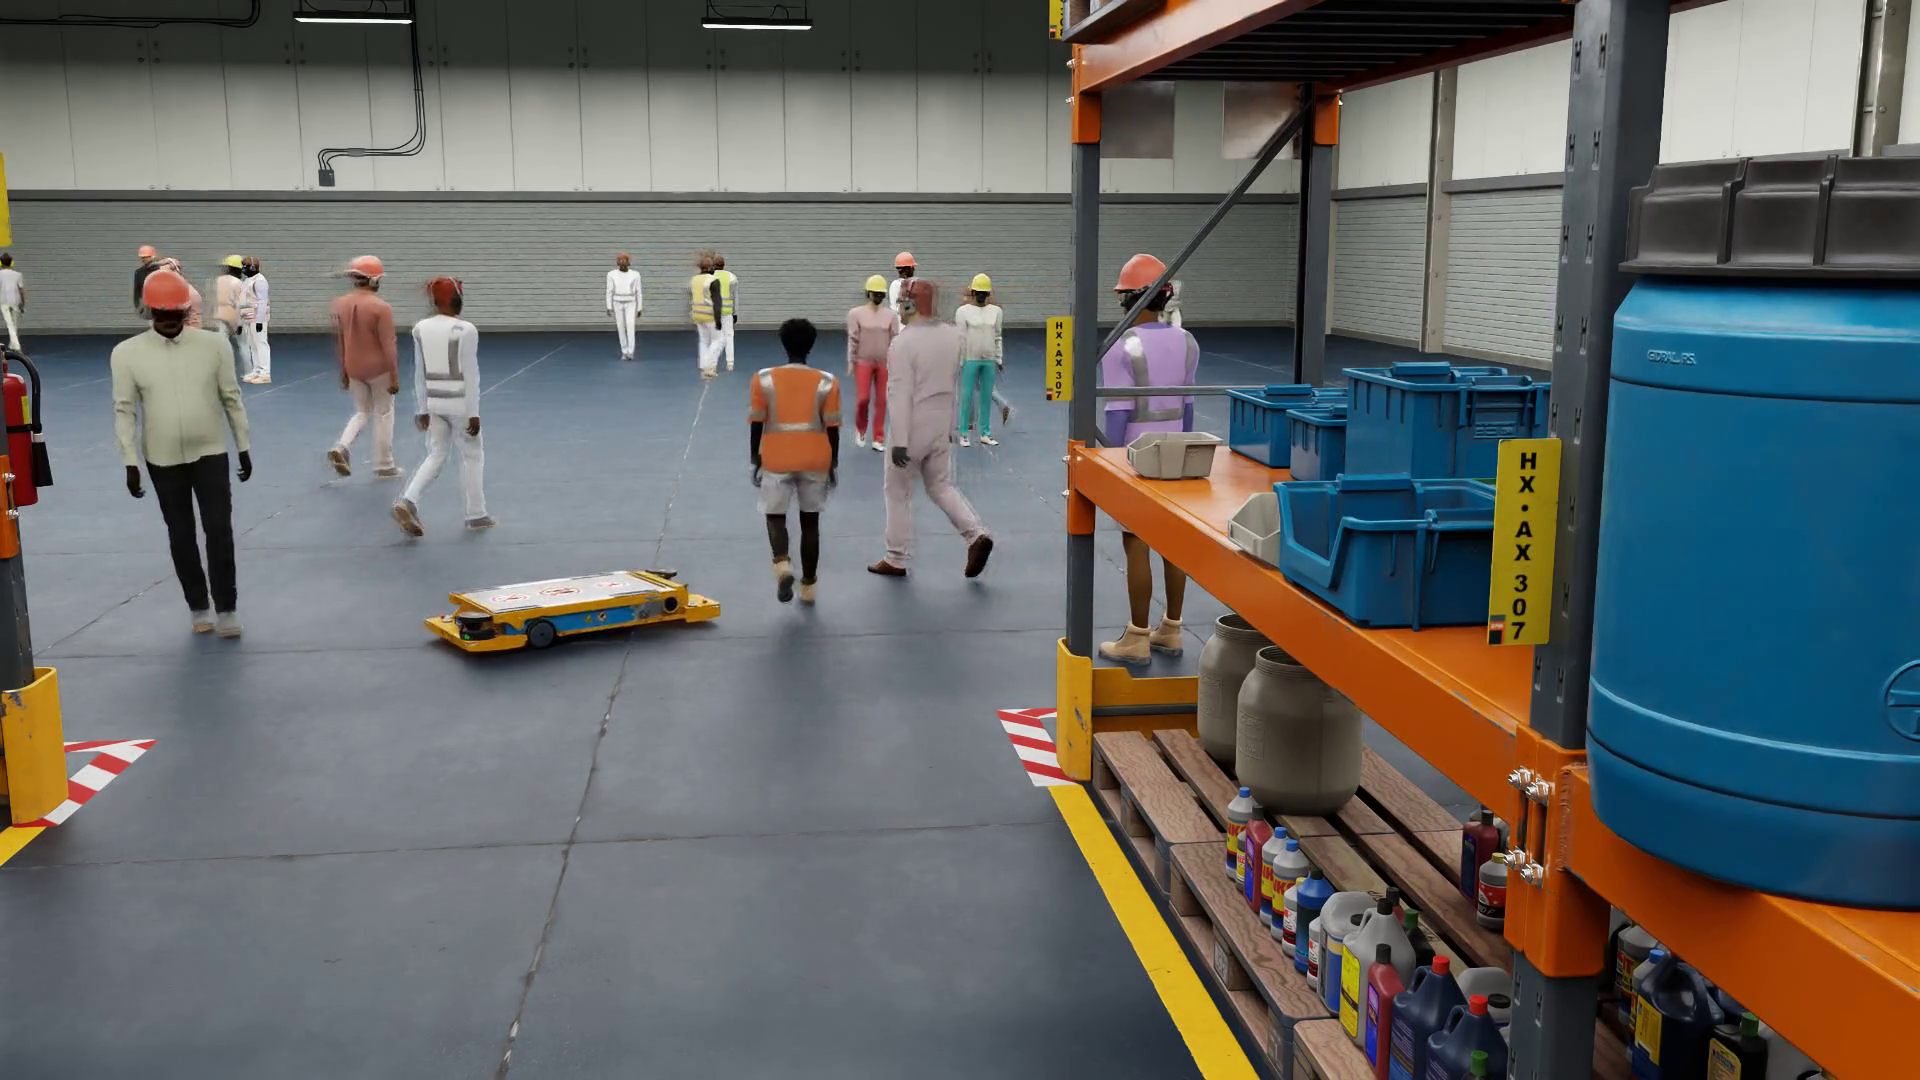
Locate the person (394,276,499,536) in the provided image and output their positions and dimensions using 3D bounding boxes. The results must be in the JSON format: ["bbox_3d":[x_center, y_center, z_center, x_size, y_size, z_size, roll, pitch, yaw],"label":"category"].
[{"bbox_3d":[-3.682,-0.943,11.856,0.583,1.860,0.826,5,12,26],"label":"person"}]

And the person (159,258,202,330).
[{"bbox_3d":[-8.446,-2.077,17.940,0.640,1.904,0.409,6,12,31],"label":"person"}]

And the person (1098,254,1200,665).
[{"bbox_3d":[0.914,-0.398,8.344,0.609,2.044,0.394,-8,13,-38],"label":"person"}]

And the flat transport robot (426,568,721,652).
[{"bbox_3d":[-2.092,0.362,9.042,1.431,0.197,0.652,-7,13,-35],"label":"flat transport robot"}]

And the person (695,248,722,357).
[{"bbox_3d":[-4.410,-4.199,29.493,0.649,1.929,0.442,8,13,38],"label":"person"}]

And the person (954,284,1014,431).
[{"bbox_3d":[0.243,-1.989,18.233,0.615,1.618,0.509,5,11,24],"label":"person"}]

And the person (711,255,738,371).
[{"bbox_3d":[-3.847,-3.610,26.511,0.637,1.842,0.429,-5,11,-25],"label":"person"}]

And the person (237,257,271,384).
[{"bbox_3d":[-10.317,-3.210,24.318,0.429,1.844,0.626,-8,13,-39],"label":"person"}]

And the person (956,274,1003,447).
[{"bbox_3d":[0.208,-1.826,16.960,0.528,1.759,0.336,-5,11,-24],"label":"person"}]

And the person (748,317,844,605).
[{"bbox_3d":[-0.930,-0.422,9.486,0.555,1.672,0.548,-1,10,-7],"label":"person"}]

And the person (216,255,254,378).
[{"bbox_3d":[-10.849,-3.295,24.702,0.586,1.874,0.976,5,11,24],"label":"person"}]

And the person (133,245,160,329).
[{"bbox_3d":[-13.557,-3.946,27.957,0.673,1.978,0.656,1,10,4],"label":"person"}]

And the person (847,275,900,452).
[{"bbox_3d":[-0.841,-1.754,16.540,0.553,1.753,0.350,-4,11,-19],"label":"person"}]

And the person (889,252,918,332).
[{"bbox_3d":[-0.684,-2.632,20.873,0.354,1.942,0.545,-5,12,-27],"label":"person"}]

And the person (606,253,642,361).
[{"bbox_3d":[-5.788,-3.994,28.616,0.583,1.834,0.992,0,10,-3],"label":"person"}]

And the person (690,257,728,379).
[{"bbox_3d":[-3.767,-3.316,24.937,0.648,1.823,0.451,10,14,43],"label":"person"}]

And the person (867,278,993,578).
[{"bbox_3d":[-0.206,-0.679,10.310,0.802,1.883,0.650,8,13,38],"label":"person"}]

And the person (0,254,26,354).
[{"bbox_3d":[-17.227,-4.248,30.083,0.968,1.824,0.539,9,14,40],"label":"person"}]

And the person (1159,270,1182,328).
[{"bbox_3d":[3.852,-4.257,30.726,0.531,1.605,0.833,-4,11,-23],"label":"person"}]

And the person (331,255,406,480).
[{"bbox_3d":[-5.172,-1.480,14.464,0.630,1.972,0.631,4,11,22],"label":"person"}]

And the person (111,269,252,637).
[{"bbox_3d":[-4.091,-0.440,8.786,0.653,1.962,0.709,-5,12,-27],"label":"person"}]
